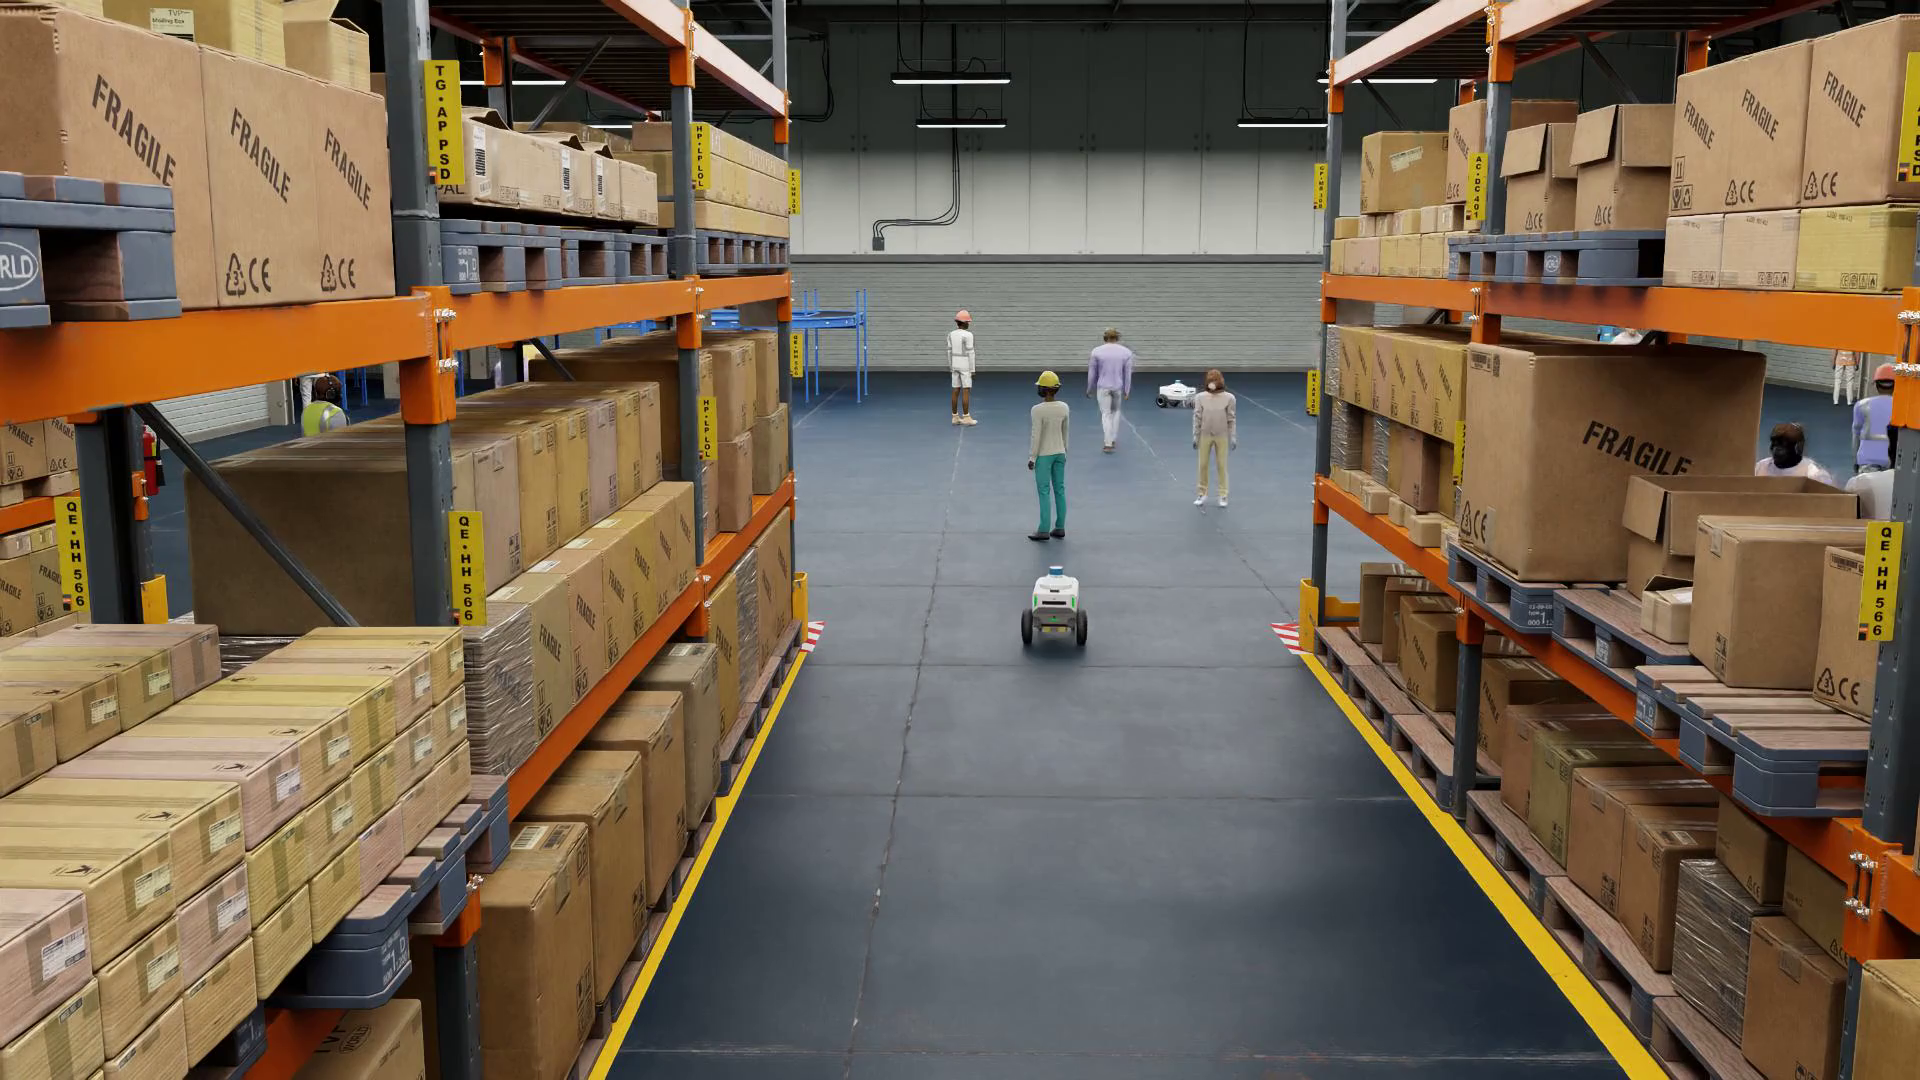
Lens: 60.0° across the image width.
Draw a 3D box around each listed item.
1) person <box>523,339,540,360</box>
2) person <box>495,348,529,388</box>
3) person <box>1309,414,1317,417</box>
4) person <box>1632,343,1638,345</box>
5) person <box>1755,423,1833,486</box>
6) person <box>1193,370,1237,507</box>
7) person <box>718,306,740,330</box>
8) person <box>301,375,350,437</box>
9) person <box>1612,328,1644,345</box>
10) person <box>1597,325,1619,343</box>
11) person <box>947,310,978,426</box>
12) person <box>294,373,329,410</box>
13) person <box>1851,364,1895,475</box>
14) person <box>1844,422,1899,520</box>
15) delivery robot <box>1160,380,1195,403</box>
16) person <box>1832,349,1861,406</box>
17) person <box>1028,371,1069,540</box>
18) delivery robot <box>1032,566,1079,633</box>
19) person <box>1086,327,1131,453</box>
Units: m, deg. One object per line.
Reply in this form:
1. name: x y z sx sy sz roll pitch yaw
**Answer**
1. person: -6.971 -2.475 26.773 0.623 1.844 0.429 -8 12 -40
2. person: -6.130 -1.887 23.144 0.604 1.871 0.980 -5 10 -25
3. person: 6.961 -3.187 31.402 0.930 1.710 0.534 -5 11 -27
4. person: 9.112 -1.755 22.518 0.959 1.822 0.506 4 10 25
5. person: 5.732 0.083 11.581 0.941 1.797 0.648 -6 11 -32
6. person: 3.069 -1.219 19.920 0.547 1.627 0.381 3 10 19
7. person: -5.774 -5.119 42.135 0.830 2.000 0.694 6 11 33
8. person: -5.953 -0.644 15.798 0.635 1.842 0.429 7 12 37
9. person: 12.577 -3.249 31.451 0.667 1.844 0.953 0 9 -3
10. person: 16.469 -4.994 42.286 0.540 1.695 0.317 6 11 31
11. person: 0.051 -3.075 29.756 0.605 2.045 0.378 9 13 44
12. person: -11.172 -2.843 28.650 0.602 1.949 0.391 -4 10 -24
13. person: 9.181 -0.803 16.612 0.543 1.885 0.968 4 10 24
14. person: 5.828 0.201 10.430 0.637 1.935 0.716 4 10 25
15. delivery robot: 4.371 -2.968 33.413 0.707 0.478 0.477 9 13 42
16. person: 18.048 -3.560 33.894 0.515 1.637 0.314 7 12 36
17. person: 0.929 -0.890 17.486 0.533 1.772 0.299 -8 13 -41
18. delivery robot: 0.746 0.449 12.946 0.477 0.478 0.707 1 10 5
19. person: 2.278 -2.324 25.668 0.647 1.909 0.843 -2 10 -13
